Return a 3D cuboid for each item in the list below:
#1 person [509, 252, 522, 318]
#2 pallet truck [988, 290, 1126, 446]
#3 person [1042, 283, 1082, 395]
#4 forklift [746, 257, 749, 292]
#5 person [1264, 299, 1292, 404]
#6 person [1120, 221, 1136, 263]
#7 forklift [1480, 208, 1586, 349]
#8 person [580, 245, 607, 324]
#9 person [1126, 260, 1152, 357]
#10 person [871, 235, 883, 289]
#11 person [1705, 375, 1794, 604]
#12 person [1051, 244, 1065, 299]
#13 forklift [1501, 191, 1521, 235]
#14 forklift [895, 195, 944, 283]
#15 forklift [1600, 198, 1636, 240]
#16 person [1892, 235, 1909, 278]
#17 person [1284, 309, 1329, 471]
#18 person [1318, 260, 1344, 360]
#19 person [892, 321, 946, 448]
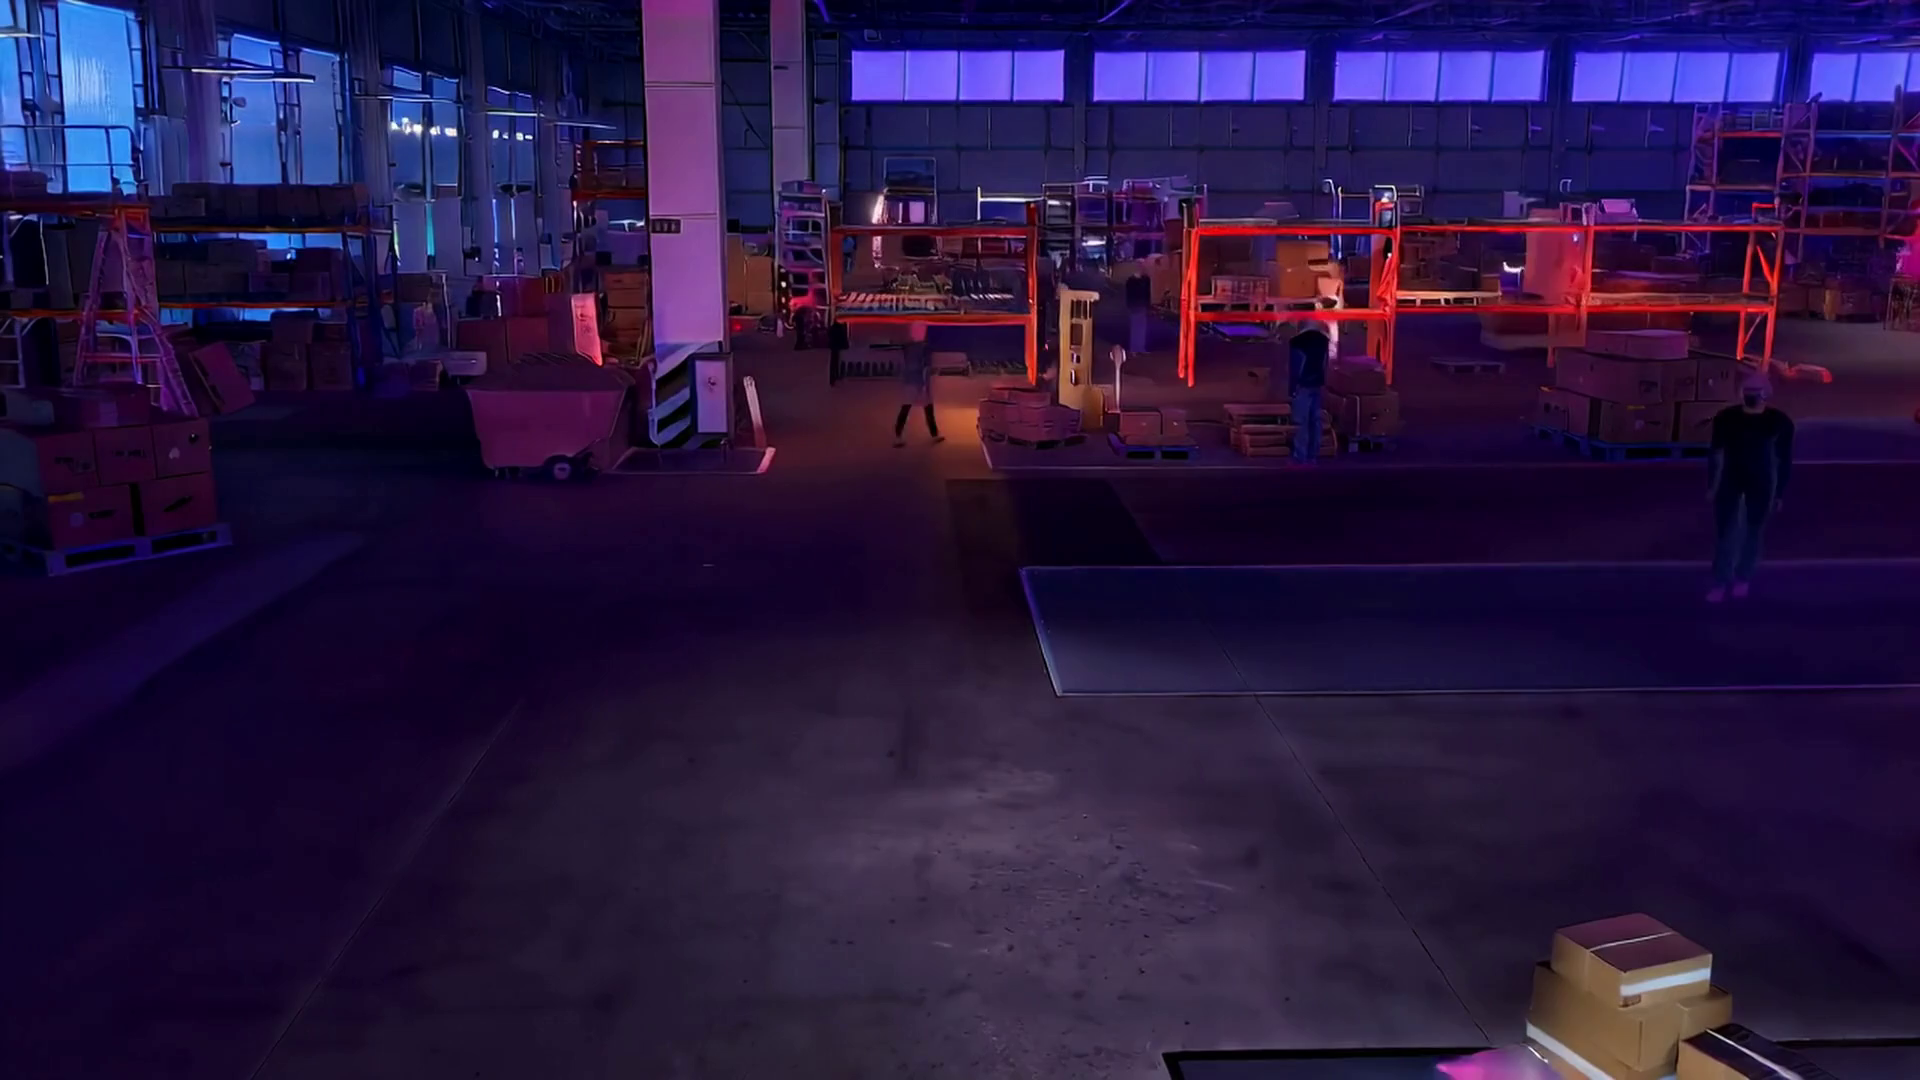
[{"bbox_3d":[-10.887,-6.238,40.734,0.314,1.634,0.516,-7,14,-30],"label":"person"},{"bbox_3d":[1.257,-2.299,22.111,1.885,1.965,0.823,-9,15,-35],"label":"pallet truck"},{"bbox_3d":[1.631,-3.167,26.419,0.629,1.828,0.477,6,14,24],"label":"person"},{"bbox_3d":[-7.181,-8.598,48.541,1.873,2.768,1.129,0,12,-2],"label":"forklift"},{"bbox_3d":[4.656,-2.644,24.255,0.364,1.728,0.509,-3,13,-13],"label":"person"},{"bbox_3d":[5.619,-9.790,56.137,0.862,1.900,0.548,-5,13,-20],"label":"person"},{"bbox_3d":[11.694,-5.312,33.705,1.873,2.768,1.129,0,12,-2],"label":"forklift"},{"bbox_3d":[-8.575,-5.954,38.902,0.633,1.864,0.984,-1,13,-4],"label":"person"},{"bbox_3d":[3.462,-4.475,32.198,0.616,1.878,0.504,-8,15,-31],"label":"person"},{"bbox_3d":[-2.559,-8.669,51.151,0.342,1.881,0.582,-5,14,-23],"label":"person"},{"bbox_3d":[6.478,-0.396,13.738,0.656,1.896,0.957,8,15,31],"label":"person"},{"bbox_3d":[2.372,-6.244,40.301,0.341,1.839,0.501,3,13,15],"label":"person"},{"bbox_3d":[20.799,-11.780,62.907,1.873,2.768,1.129,0,12,-2],"label":"forklift"},{"bbox_3d":[-1.388,-9.715,53.582,1.129,2.768,1.873,7,14,28],"label":"forklift"},{"bbox_3d":[18.662,-8.347,47.406,1.129,2.768,1.873,4,13,19],"label":"forklift"},{"bbox_3d":[25.721,-7.423,45.561,0.518,1.861,0.330,-8,15,-34],"label":"person"},{"bbox_3d":[4.166,-1.806,20.023,0.635,1.936,0.353,-10,16,-38],"label":"person"},{"bbox_3d":[7.031,-4.373,31.679,0.645,1.902,0.613,-9,15,-35],"label":"person"},{"bbox_3d":[-0.569,-2.035,21.702,0.536,1.652,0.857,10,16,38],"label":"person"}]
